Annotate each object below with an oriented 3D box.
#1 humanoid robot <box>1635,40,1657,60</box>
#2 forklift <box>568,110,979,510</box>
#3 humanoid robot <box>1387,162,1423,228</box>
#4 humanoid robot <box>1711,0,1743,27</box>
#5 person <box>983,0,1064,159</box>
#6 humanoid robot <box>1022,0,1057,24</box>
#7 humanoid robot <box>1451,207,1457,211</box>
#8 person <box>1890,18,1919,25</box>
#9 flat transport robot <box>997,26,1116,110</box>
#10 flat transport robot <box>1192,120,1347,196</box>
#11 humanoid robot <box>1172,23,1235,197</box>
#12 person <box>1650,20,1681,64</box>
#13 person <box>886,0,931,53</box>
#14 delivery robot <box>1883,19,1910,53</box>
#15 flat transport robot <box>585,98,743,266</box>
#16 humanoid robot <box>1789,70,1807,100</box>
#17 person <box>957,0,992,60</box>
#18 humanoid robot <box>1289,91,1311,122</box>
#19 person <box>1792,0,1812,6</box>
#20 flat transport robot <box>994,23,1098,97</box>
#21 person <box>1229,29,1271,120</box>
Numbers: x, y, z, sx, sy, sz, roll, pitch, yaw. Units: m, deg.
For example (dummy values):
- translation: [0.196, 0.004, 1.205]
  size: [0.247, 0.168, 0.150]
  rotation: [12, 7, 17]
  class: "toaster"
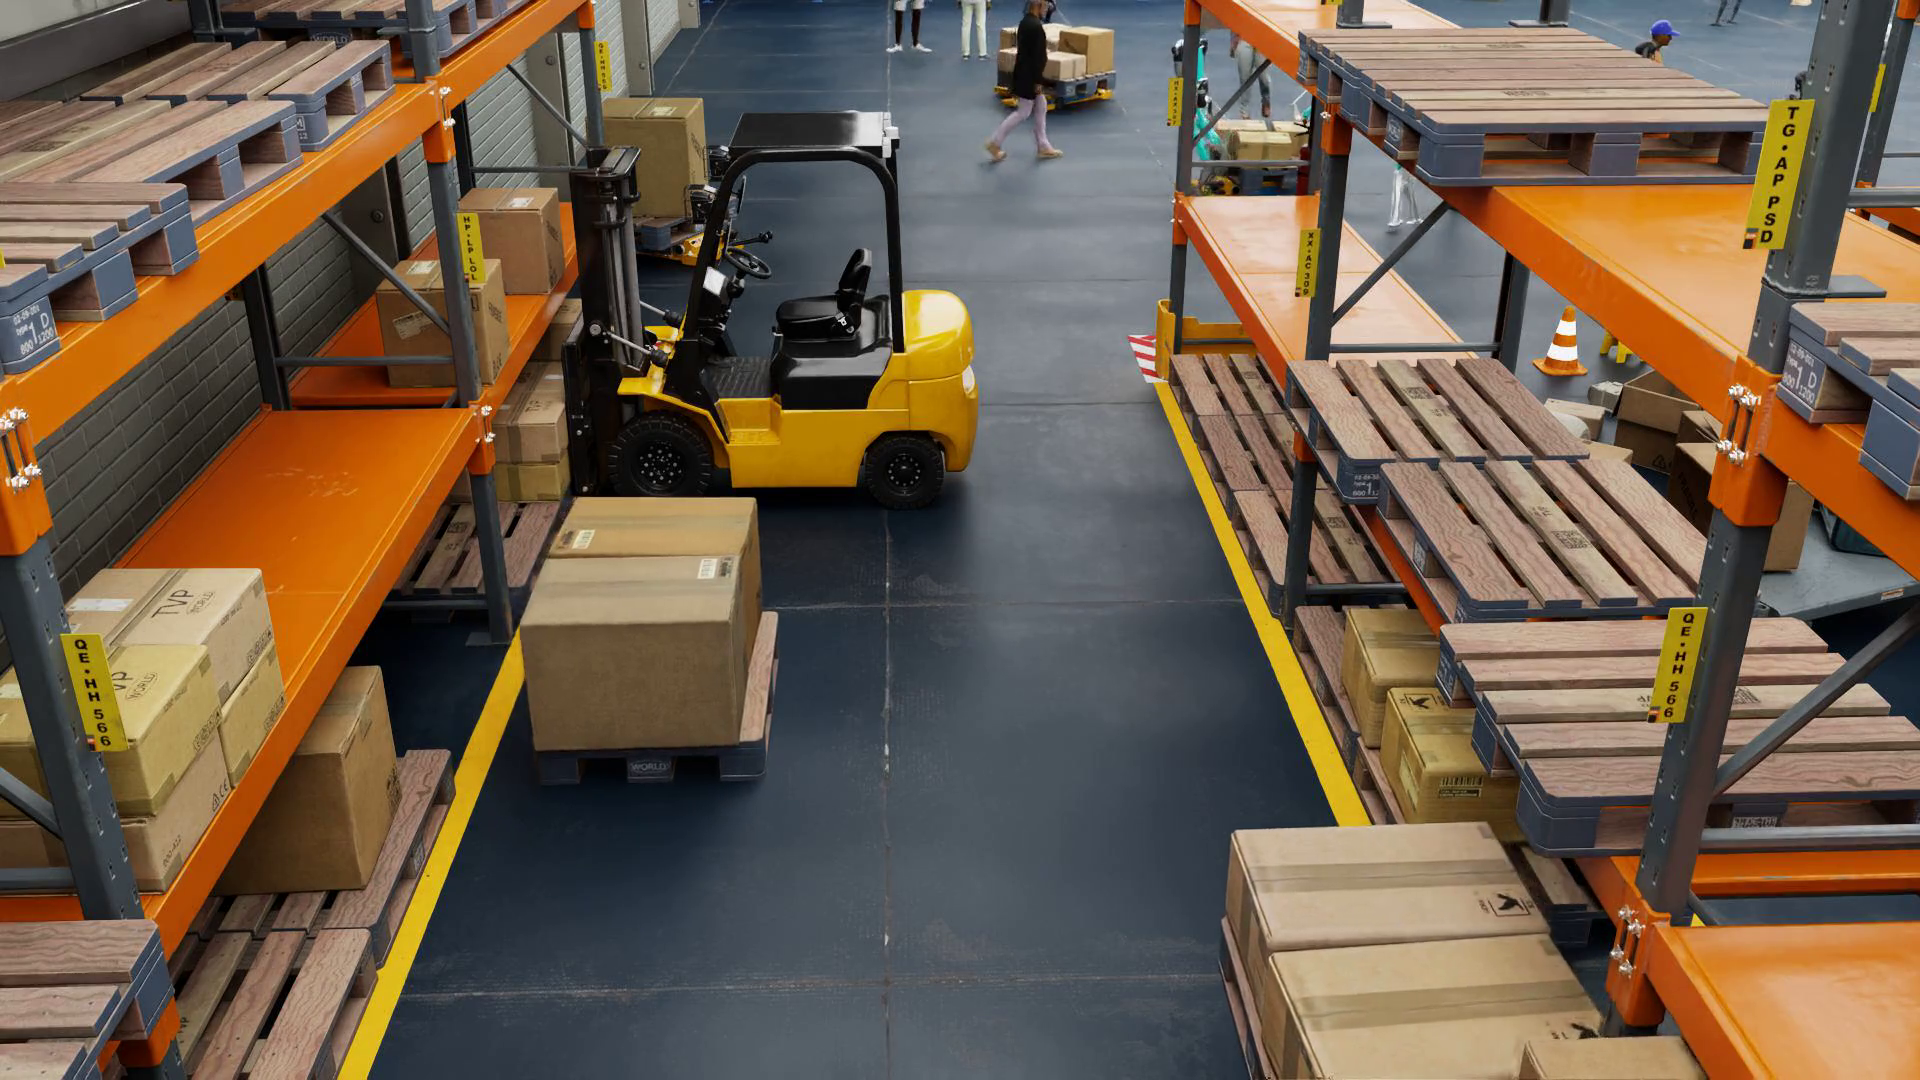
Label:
- translation: [6.555, -3.974, 16.082]
  size: [0.570, 1.644, 0.609]
  rotation: [-14, 29, -27]
  class: "humanoid robot"
- translation: [-1.043, -1.379, 9.976]
  size: [2.313, 2.155, 1.214]
  rotation: [-1, 25, -2]
  class: "forklift"
- translation: [4.249, -3.773, 15.567]
  size: [0.544, 1.767, 0.775]
  rotation: [-8, 26, -17]
  class: "humanoid robot"
- translation: [12.767, -9.309, 27.366]
  size: [0.456, 1.647, 0.598]
  rotation: [15, 29, 29]
  class: "humanoid robot"
- translation: [0.693, -5.076, 18.249]
  size: [0.875, 1.821, 0.591]
  rotation: [-3, 25, -7]
  class: "person"
- translation: [1.209, -7.931, 24.433]
  size: [0.601, 1.649, 0.357]
  rotation: [-20, 32, -36]
  class: "humanoid robot"
- translation: [4.948, -4.068, 16.269]
  size: [0.608, 1.651, 0.327]
  rotation: [-19, 31, -34]
  class: "humanoid robot"
- translation: [15.805, -9.508, 27.558]
  size: [0.721, 1.872, 0.571]
  rotation: [6, 26, 13]
  class: "person"
- translation: [1.262, -5.756, 21.494]
  size: [0.659, 0.231, 1.431]
  rotation: [23, 34, 40]
  class: "flat transport robot"
- translation: [3.157, -3.628, 16.987]
  size: [1.431, 0.231, 0.659]
  rotation: [-4, 26, -8]
  class: "flat transport robot"
- translation: [2.442, -4.159, 16.440]
  size: [0.701, 1.830, 0.536]
  rotation: [18, 31, 34]
  class: "humanoid robot"
- translation: [7.032, -4.433, 17.007]
  size: [0.391, 1.709, 0.438]
  rotation: [9, 27, 19]
  class: "person"
- translation: [-0.776, -8.263, 24.935]
  size: [0.705, 1.870, 0.344]
  rotation: [-7, 26, -15]
  class: "person"
- translation: [13.745, -7.456, 24.753]
  size: [0.782, 0.589, 0.499]
  rotation: [-15, 29, -29]
  class: "delivery robot"
- translation: [-2.746, -2.729, 15.082]
  size: [1.431, 0.231, 0.659]
  rotation: [12, 28, 24]
  class: "flat transport robot"
- translation: [7.293, -3.315, 14.685]
  size: [0.603, 1.643, 0.359]
  rotation: [-9, 27, -18]
  class: "humanoid robot"
- translation: [0.210, -7.959, 24.418]
  size: [0.563, 1.752, 0.338]
  rotation: [9, 27, 18]
  class: "person"
- translation: [3.780, -4.633, 17.525]
  size: [0.775, 1.880, 0.538]
  rotation: [-2, 25, -5]
  class: "humanoid robot"
- translation: [15.233, -10.560, 29.785]
  size: [0.399, 1.886, 0.511]
  rotation: [16, 30, 31]
  class: "person"
- translation: [1.225, -6.075, 22.168]
  size: [1.431, 0.231, 0.659]
  rotation: [-16, 30, -30]
  class: "flat transport robot"
- translation: [3.566, -5.972, 20.019]
  size: [0.640, 1.917, 0.559]
  rotation: [9, 27, 19]
  class: "person"
